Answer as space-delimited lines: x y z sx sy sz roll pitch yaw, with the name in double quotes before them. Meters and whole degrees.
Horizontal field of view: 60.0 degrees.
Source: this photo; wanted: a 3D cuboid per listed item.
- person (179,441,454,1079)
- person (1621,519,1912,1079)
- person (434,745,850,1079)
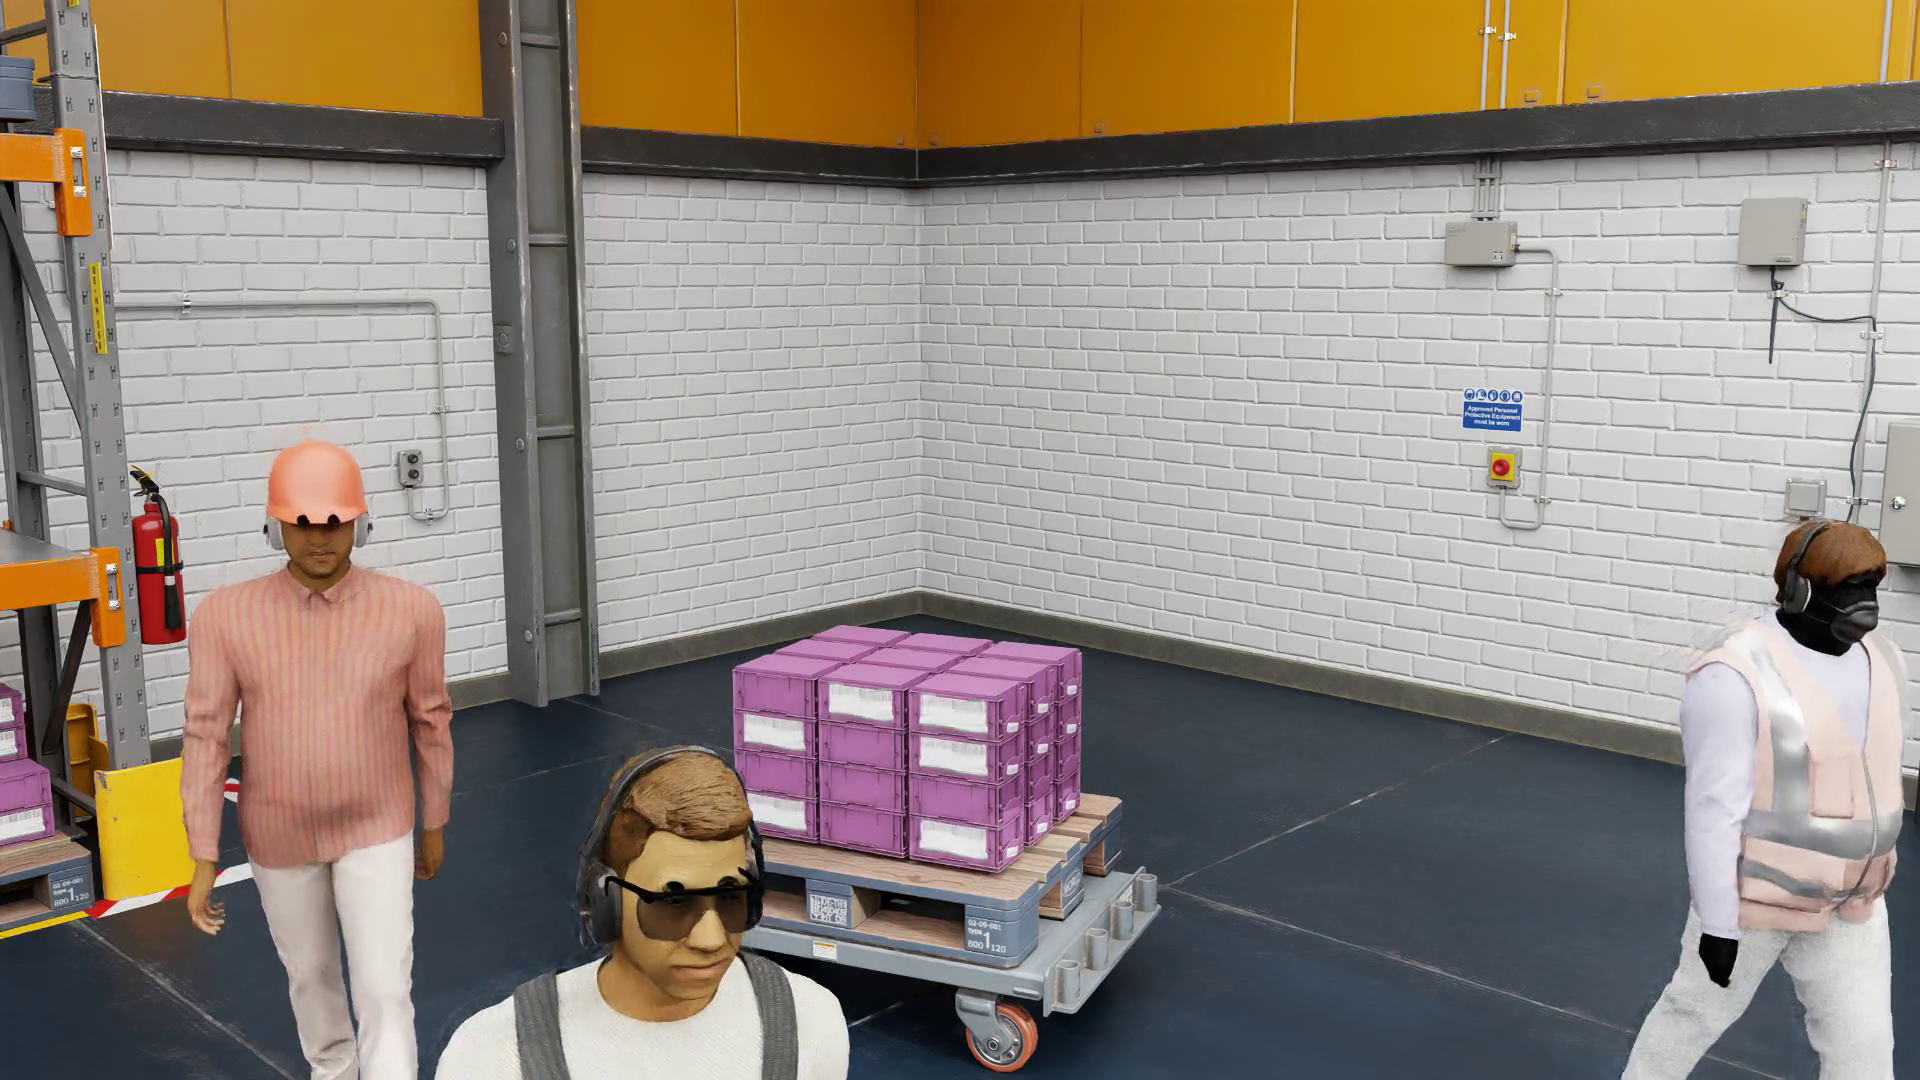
"person" -1.561 0.737 4.081 0.621 1.941 1.017 -2 10 -15
"person" 1.991 0.831 4.001 0.648 1.812 0.852 -3 10 -19
"person" -0.396 1.122 2.101 0.525 1.825 0.639 -4 10 -24
